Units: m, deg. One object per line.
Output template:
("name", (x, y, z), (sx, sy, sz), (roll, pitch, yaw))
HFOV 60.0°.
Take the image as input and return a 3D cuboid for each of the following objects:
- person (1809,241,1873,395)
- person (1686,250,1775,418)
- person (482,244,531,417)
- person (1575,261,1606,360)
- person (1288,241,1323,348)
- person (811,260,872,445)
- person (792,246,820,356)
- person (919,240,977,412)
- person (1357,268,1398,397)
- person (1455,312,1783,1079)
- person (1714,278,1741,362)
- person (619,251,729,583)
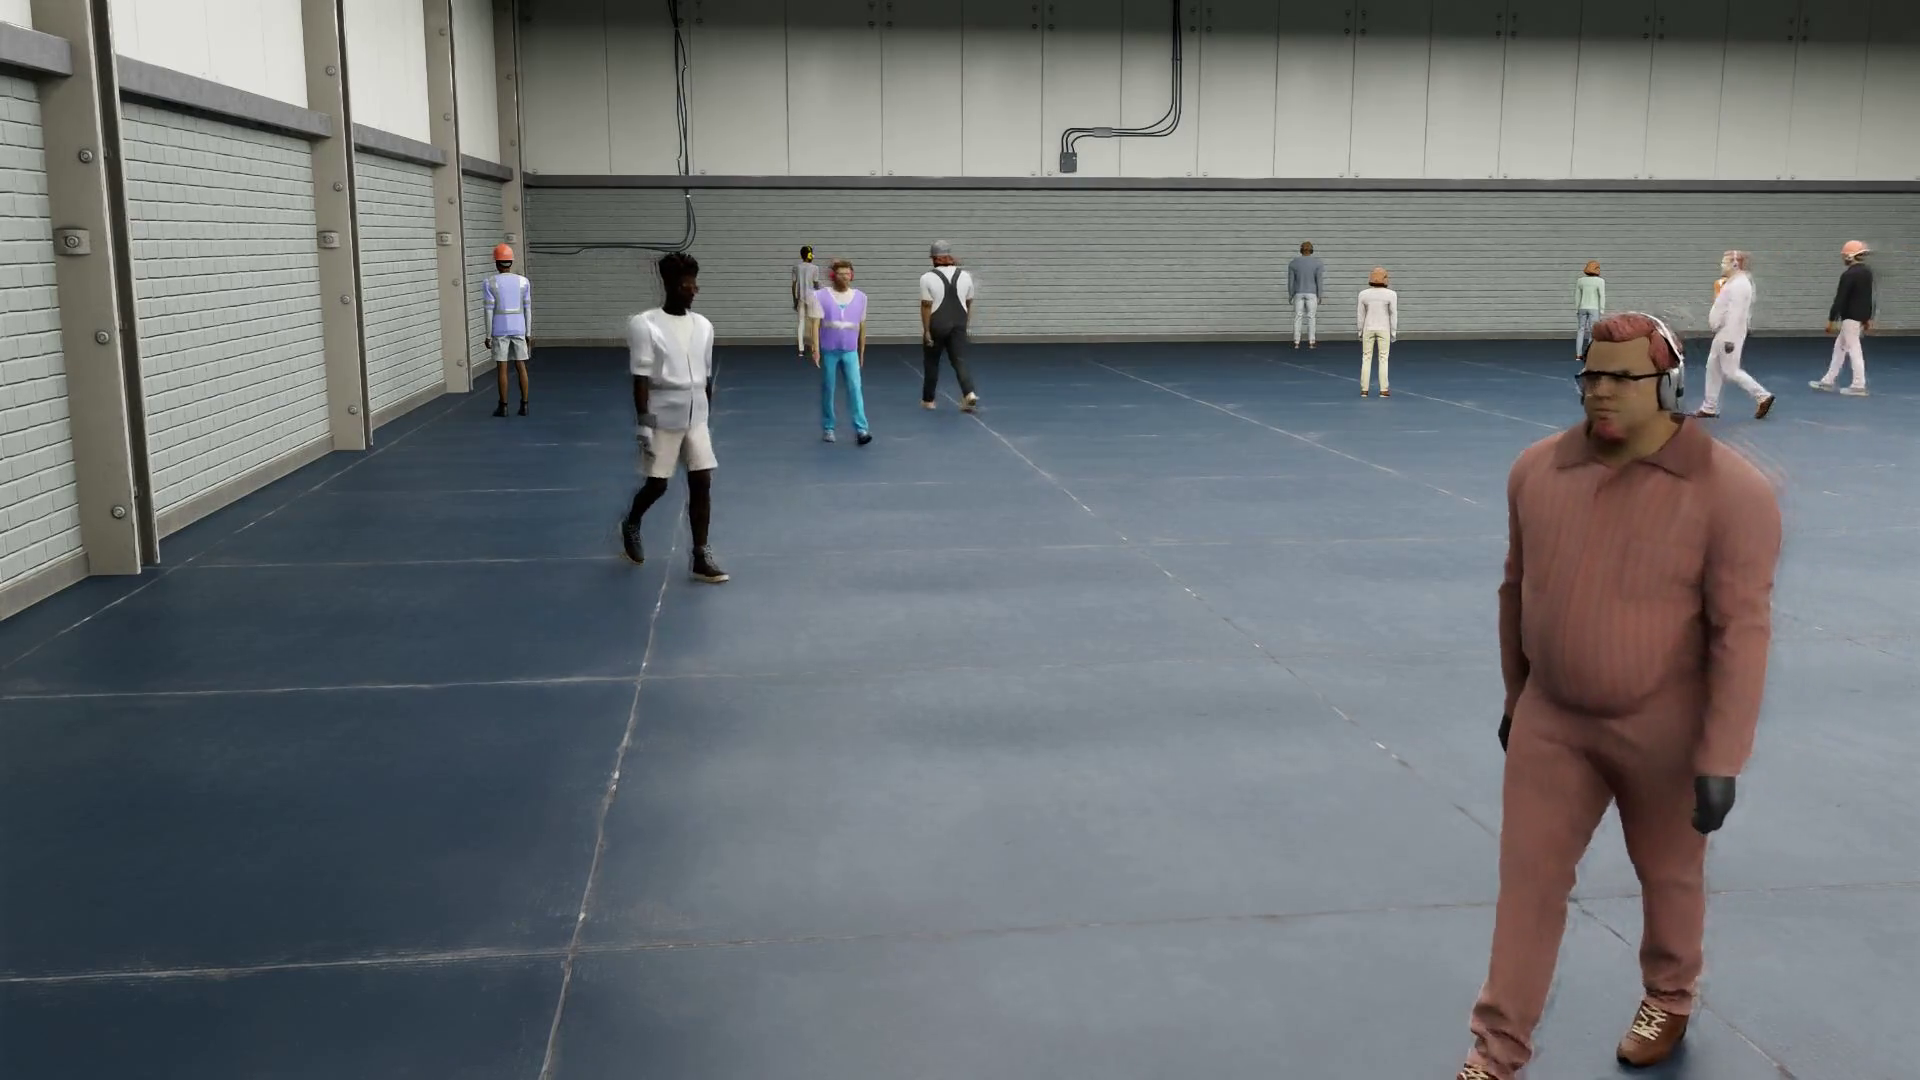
("person", (11.360, -2.862, 21.459), (0.653, 1.959, 0.889), (-8, 13, -37))
("person", (8.600, -2.265, 18.440), (0.811, 1.882, 0.651), (3, 11, 18))
("person", (-5.105, -2.356, 18.759), (0.545, 1.942, 0.353), (-7, 12, -33))
("person", (10.327, -3.753, 27.265), (0.276, 1.633, 0.507), (-9, 14, -41))
("person", (6.277, -4.449, 30.243), (0.627, 1.941, 0.371), (4, 11, 19))
("person", (-1.159, -1.810, 16.174), (0.593, 1.795, 0.969), (-3, 11, -18))
("person", (-2.614, -4.063, 28.331), (0.512, 1.866, 0.330), (3, 11, 18))
("person", (-0.143, -2.512, 19.345), (0.682, 2.000, 0.968), (-4, 11, -22))
("person", (5.289, -2.629, 21.102), (0.500, 1.633, 0.280), (5, 11, 25))
("person", (1.500, 0.409, 3.836), (0.989, 1.851, 0.669), (-10, 14, -44))
("person", (11.553, -3.369, 24.975), (0.536, 1.699, 0.322), (0, 10, 0))
("person", (-1.723, -0.732, 9.850), (0.620, 1.945, 0.814), (-10, 14, -43))
